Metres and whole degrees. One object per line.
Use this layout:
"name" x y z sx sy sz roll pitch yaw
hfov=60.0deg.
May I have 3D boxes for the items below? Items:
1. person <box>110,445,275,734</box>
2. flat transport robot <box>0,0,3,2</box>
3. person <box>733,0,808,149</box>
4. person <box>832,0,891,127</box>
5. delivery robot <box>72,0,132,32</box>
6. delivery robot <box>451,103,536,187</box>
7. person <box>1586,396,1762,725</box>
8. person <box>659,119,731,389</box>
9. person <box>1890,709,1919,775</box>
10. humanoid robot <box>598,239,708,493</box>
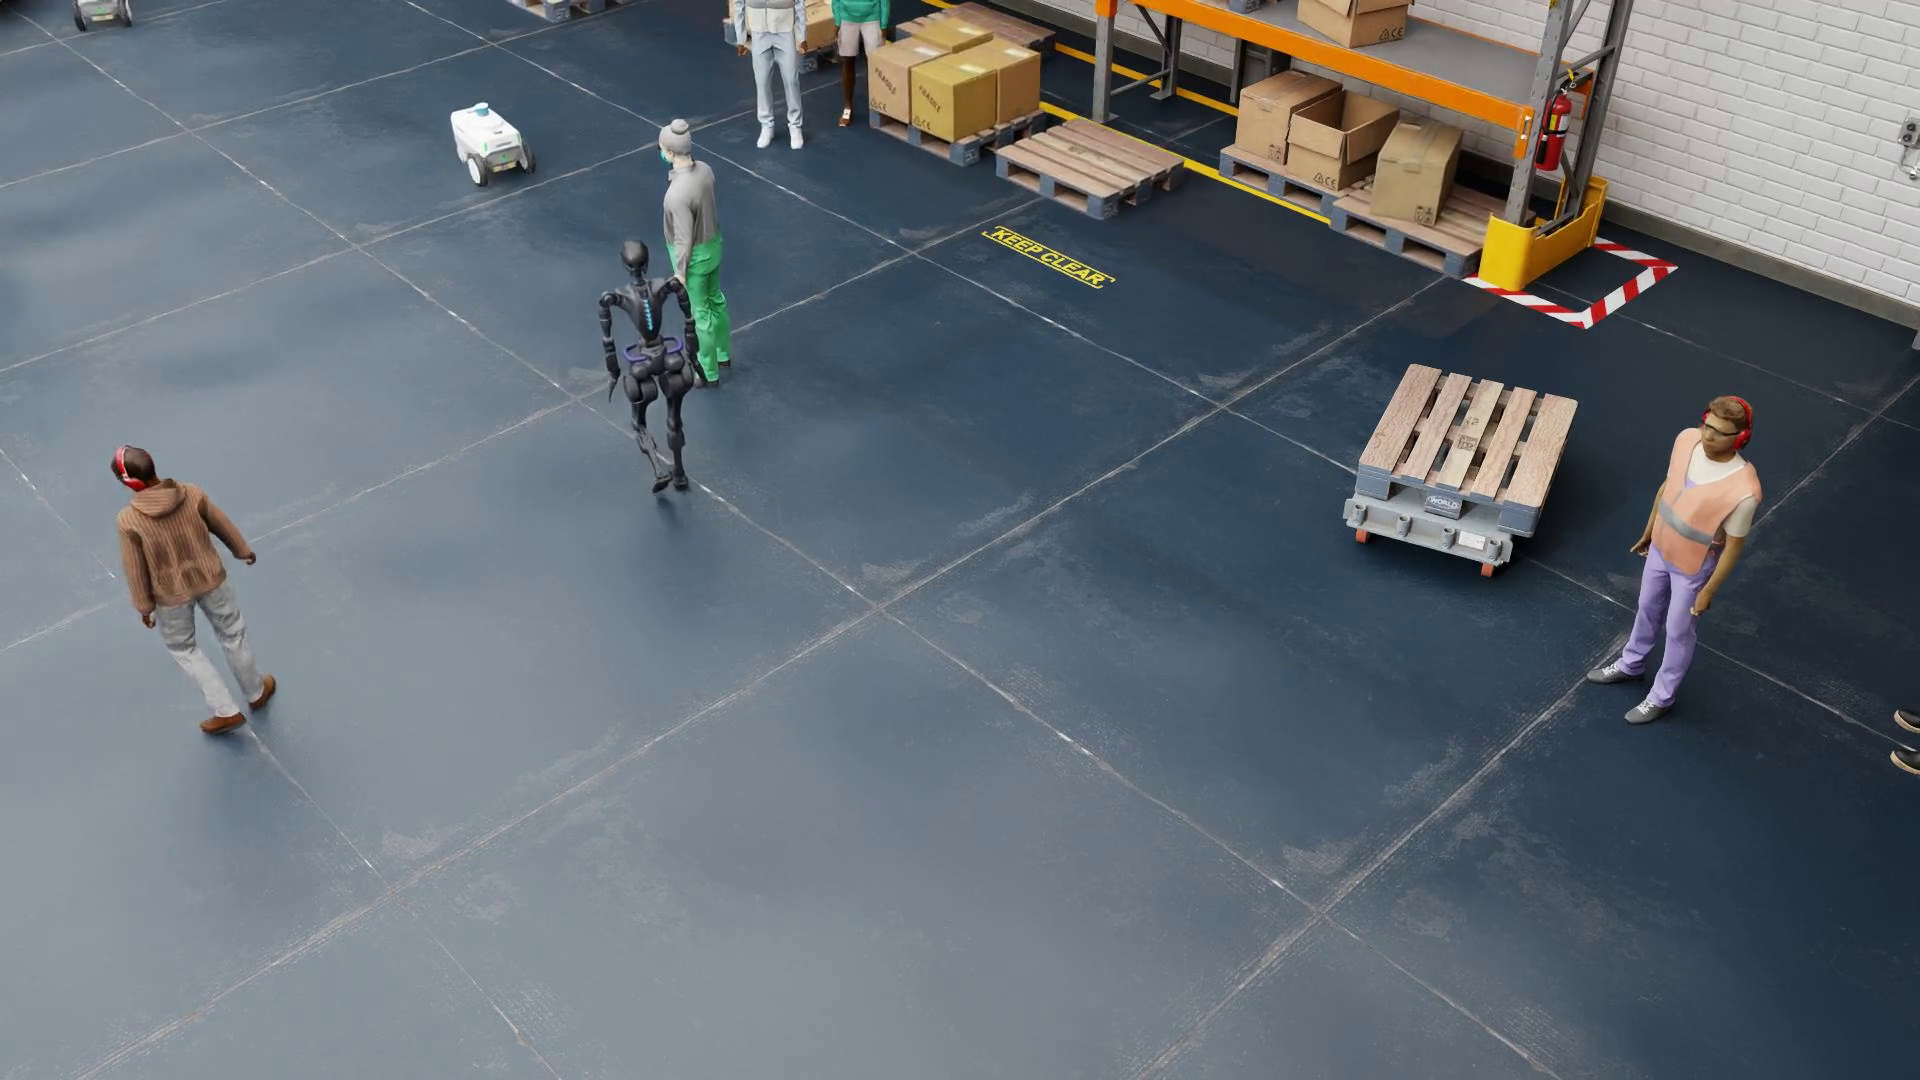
"person" -3.684 0.237 8.089 0.623 1.638 0.362 -27 45 -31
"flat transport robot" -10.079 -5.414 16.700 0.659 0.231 1.431 7 38 10
"person" -1.553 -4.180 13.711 0.598 1.909 0.401 0 37 0
"person" -0.830 -4.420 14.083 0.501 1.843 0.395 4 37 5
"delivery robot" -8.489 -5.366 16.416 0.499 0.614 0.814 -12 39 -15
"delivery robot" -3.872 -3.289 13.630 0.499 0.570 0.746 -24 43 -28
"person" 3.533 0.090 8.103 0.390 1.849 0.563 -10 38 -13
"person" -1.707 -1.832 10.644 0.344 1.852 0.512 10 38 12
"person" 4.847 0.294 7.738 0.367 1.966 0.602 19 41 23
"humanoid robot" -1.761 -0.996 9.678 0.588 1.640 0.410 -14 39 -18
